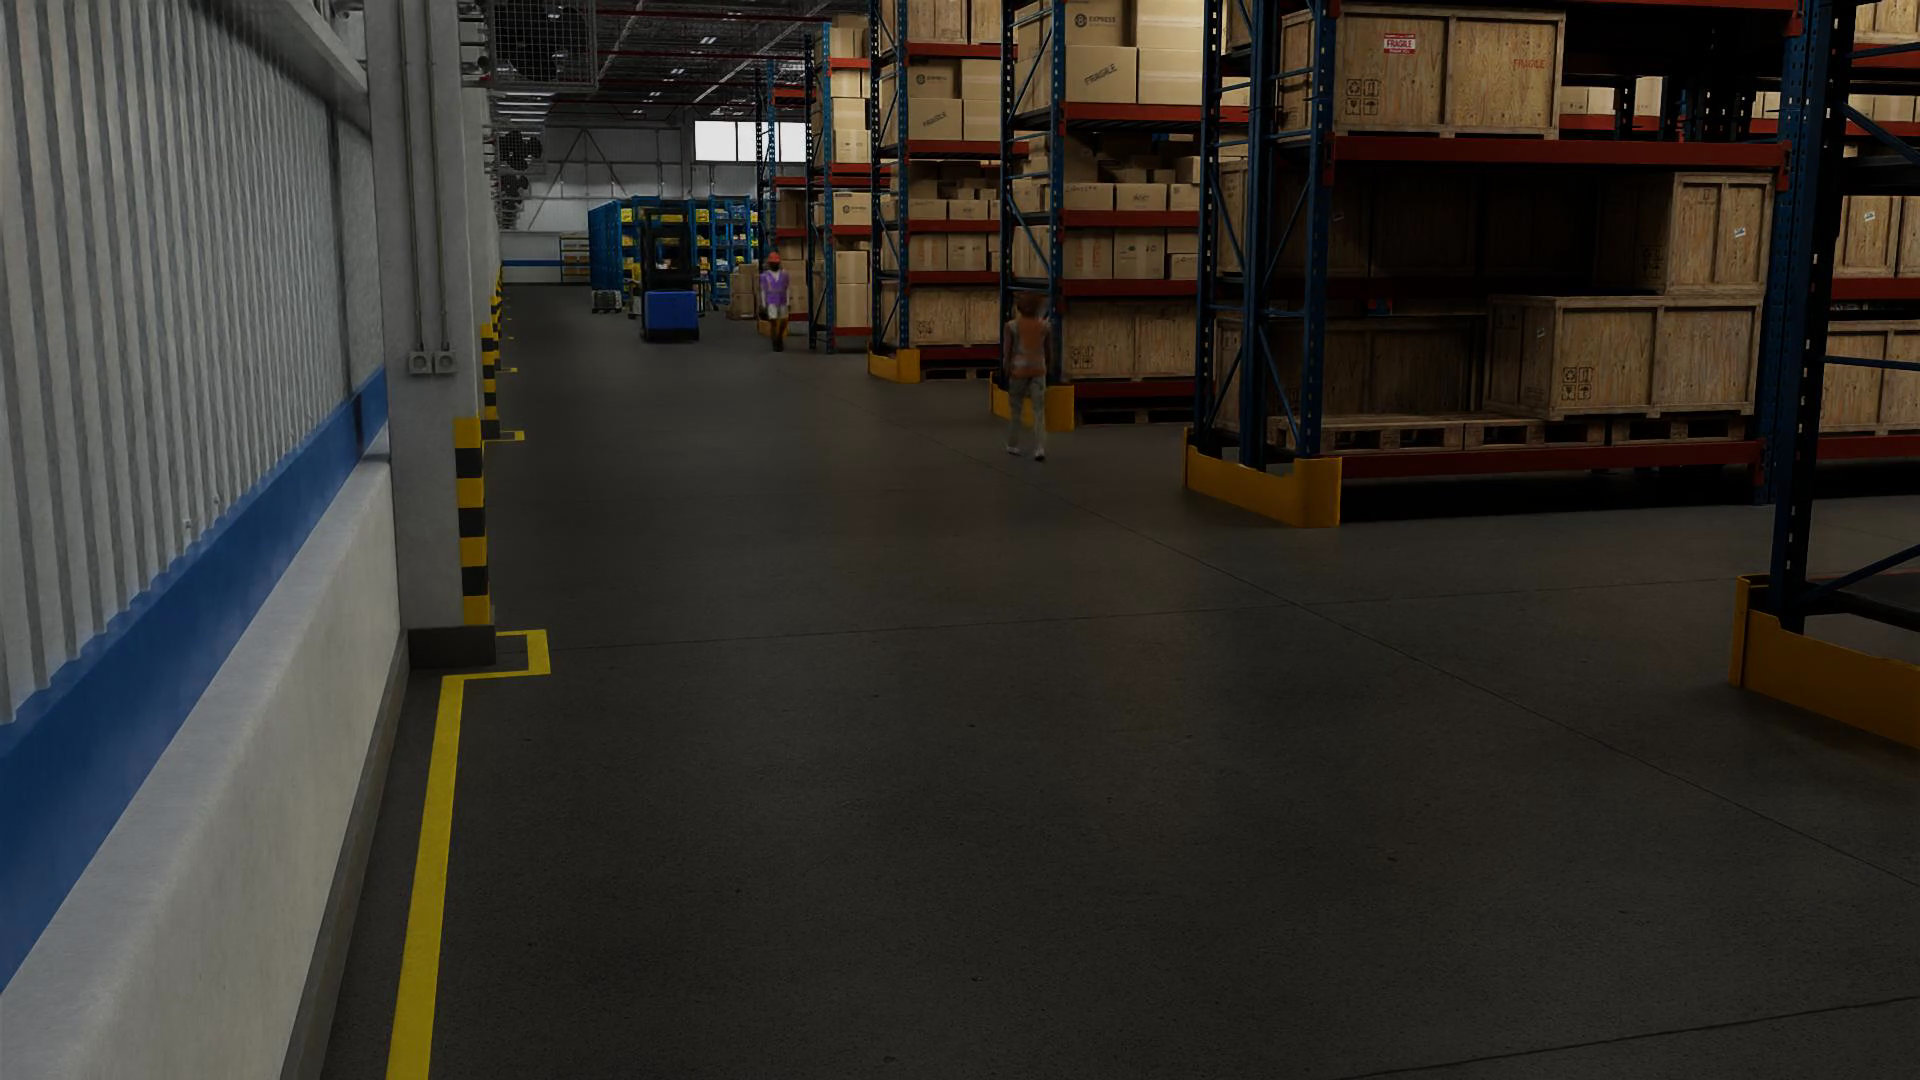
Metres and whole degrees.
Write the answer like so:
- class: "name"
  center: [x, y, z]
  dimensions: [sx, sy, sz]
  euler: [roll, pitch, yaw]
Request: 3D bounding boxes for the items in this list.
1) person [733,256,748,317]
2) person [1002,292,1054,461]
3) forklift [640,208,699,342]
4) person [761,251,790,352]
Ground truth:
- class: "person"
  center: [-6.373, -7.342, 48.166]
  dimensions: [0.489, 1.743, 0.322]
  euler: [9, 14, 42]
- class: "person"
  center: [0.656, -1.562, 15.870]
  dimensions: [0.536, 1.592, 0.876]
  euler: [-2, 10, -13]
- class: "forklift"
  center: [-6.177, -5.624, 35.218]
  dimensions: [1.129, 2.768, 1.873]
  euler: [-3, 10, -15]
- class: "person"
  center: [-3.529, -4.573, 31.972]
  dimensions: [0.584, 1.922, 0.408]
  euler: [-4, 11, -22]
